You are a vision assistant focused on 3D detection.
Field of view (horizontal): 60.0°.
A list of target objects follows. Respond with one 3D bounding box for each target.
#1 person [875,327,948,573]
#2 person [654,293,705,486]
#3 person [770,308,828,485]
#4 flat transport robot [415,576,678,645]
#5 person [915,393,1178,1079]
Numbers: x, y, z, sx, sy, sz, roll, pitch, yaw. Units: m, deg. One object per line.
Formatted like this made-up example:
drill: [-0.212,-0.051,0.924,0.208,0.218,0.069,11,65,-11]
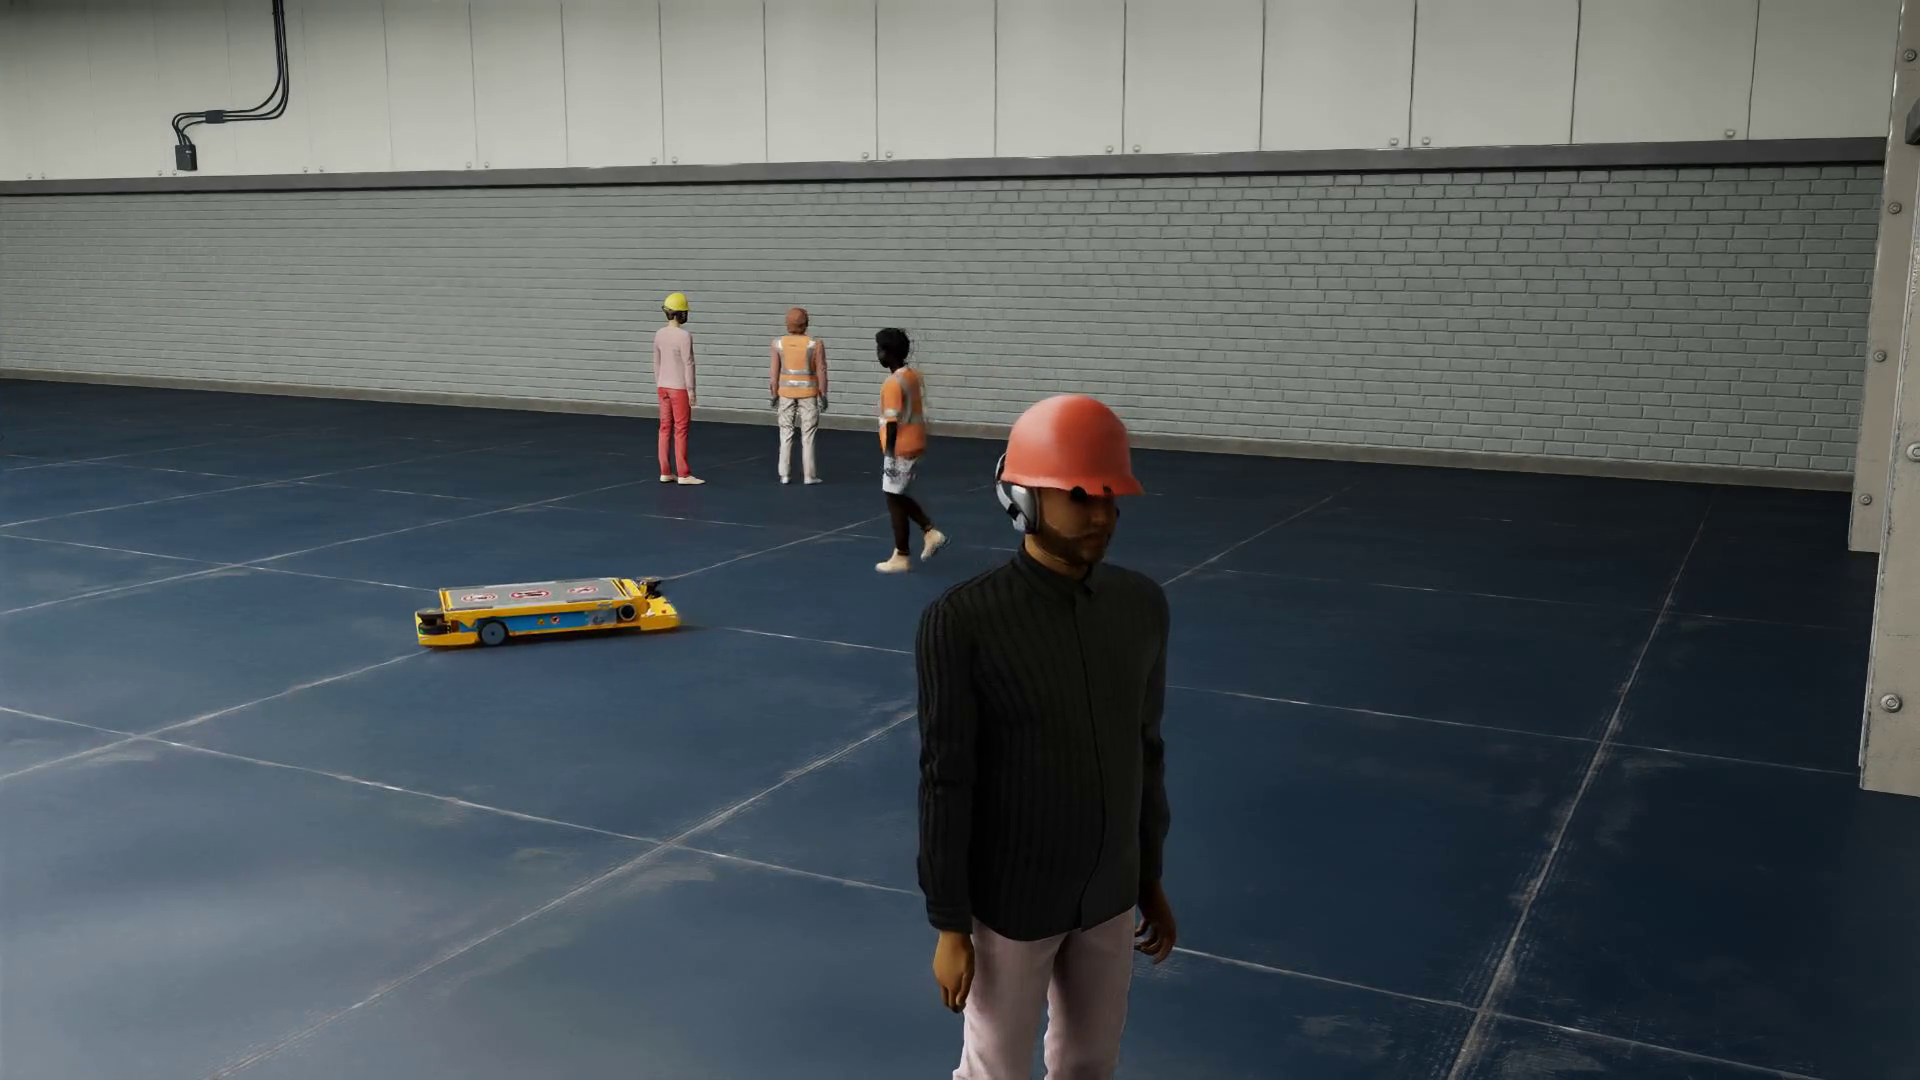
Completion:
person: [-0.379,-0.603,11.302,0.401,1.677,0.539,3,11,14]
person: [-2.612,-1.387,15.355,0.526,1.769,0.328,10,14,43]
person: [-1.481,-1.306,15.287,0.547,1.634,0.314,1,10,3]
flat transport robot: [-2.417,0.401,9.688,1.431,0.197,0.652,-4,11,-19]
person: [0.187,0.702,3.340,0.611,1.996,0.375,-7,13,-35]
